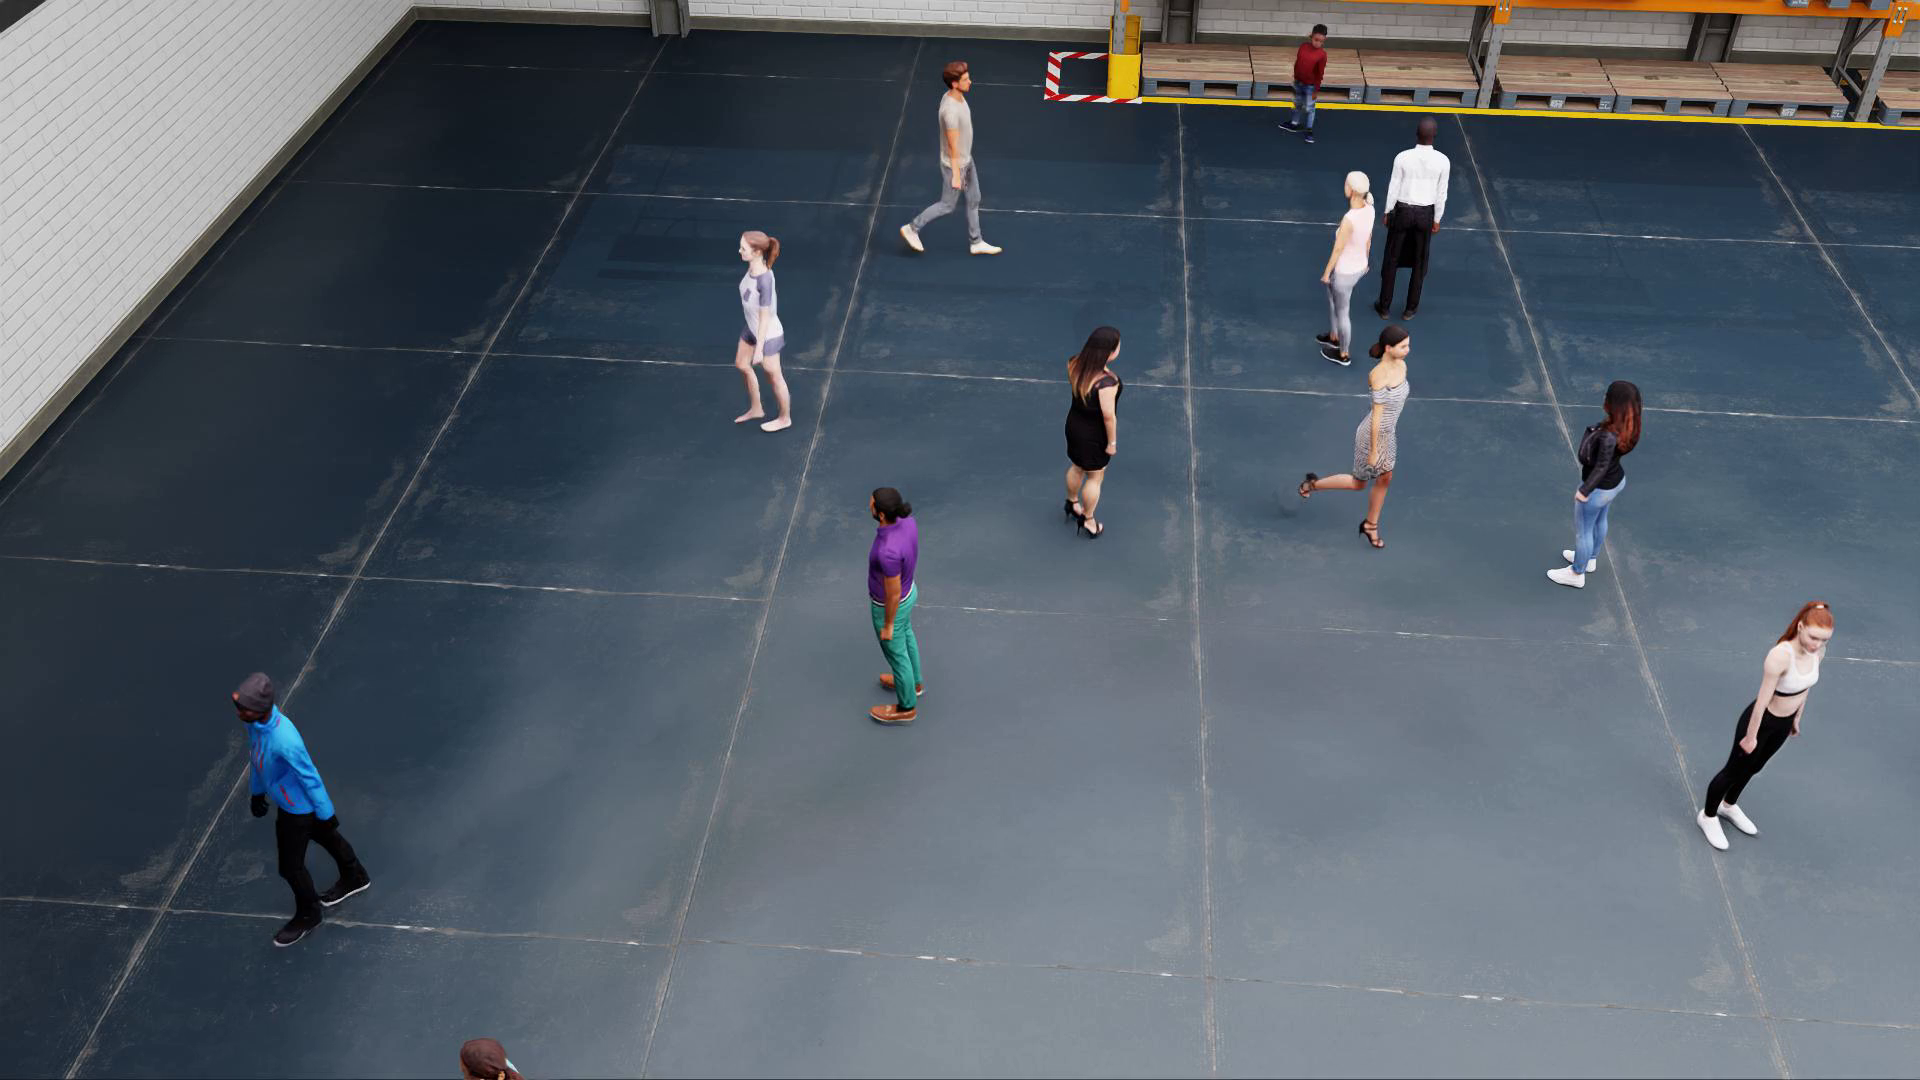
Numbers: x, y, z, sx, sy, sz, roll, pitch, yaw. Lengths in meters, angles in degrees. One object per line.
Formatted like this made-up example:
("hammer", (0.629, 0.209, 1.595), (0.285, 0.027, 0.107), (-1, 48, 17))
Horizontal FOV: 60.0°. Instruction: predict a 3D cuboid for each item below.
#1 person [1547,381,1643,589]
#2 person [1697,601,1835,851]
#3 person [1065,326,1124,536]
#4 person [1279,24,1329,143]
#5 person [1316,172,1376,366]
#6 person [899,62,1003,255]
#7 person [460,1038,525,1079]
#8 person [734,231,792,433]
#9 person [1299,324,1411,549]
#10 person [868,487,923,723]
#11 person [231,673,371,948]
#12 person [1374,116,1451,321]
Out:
("person", (4.403, -0.397, 11.435), (0.755, 1.638, 0.727), (29, 47, 31))
("person", (4.631, 1.042, 9.550), (0.614, 1.742, 0.722), (-17, 42, -20))
("person", (0.922, -0.766, 11.840), (0.788, 1.709, 0.751), (-21, 43, -25))
("person", (3.585, -4.779, 17.240), (0.755, 1.240, 0.693), (-18, 42, -21))
("person", (3.250, -2.188, 13.615), (0.779, 1.716, 0.720), (30, 47, 32))
("person", (-0.121, -3.403, 15.016), (1.174, 1.867, 0.695), (5, 39, 6))
("person", (-1.981, 2.788, 7.529), (1.022, 1.536, 0.637), (-2, 39, -2))
("person", (-1.434, -1.609, 12.857), (0.785, 1.756, 0.716), (-11, 40, -13))
("person", (2.843, -0.729, 11.720), (1.050, 1.801, 0.918), (27, 46, 30))
("person", (-0.399, 0.387, 10.349), (0.541, 1.767, 0.637), (6, 39, 7))
("person", (-3.544, 1.375, 9.105), (0.969, 1.775, 0.913), (-28, 46, -31))
("person", (3.858, -2.736, 14.205), (0.510, 1.837, 0.726), (8, 39, 10))
